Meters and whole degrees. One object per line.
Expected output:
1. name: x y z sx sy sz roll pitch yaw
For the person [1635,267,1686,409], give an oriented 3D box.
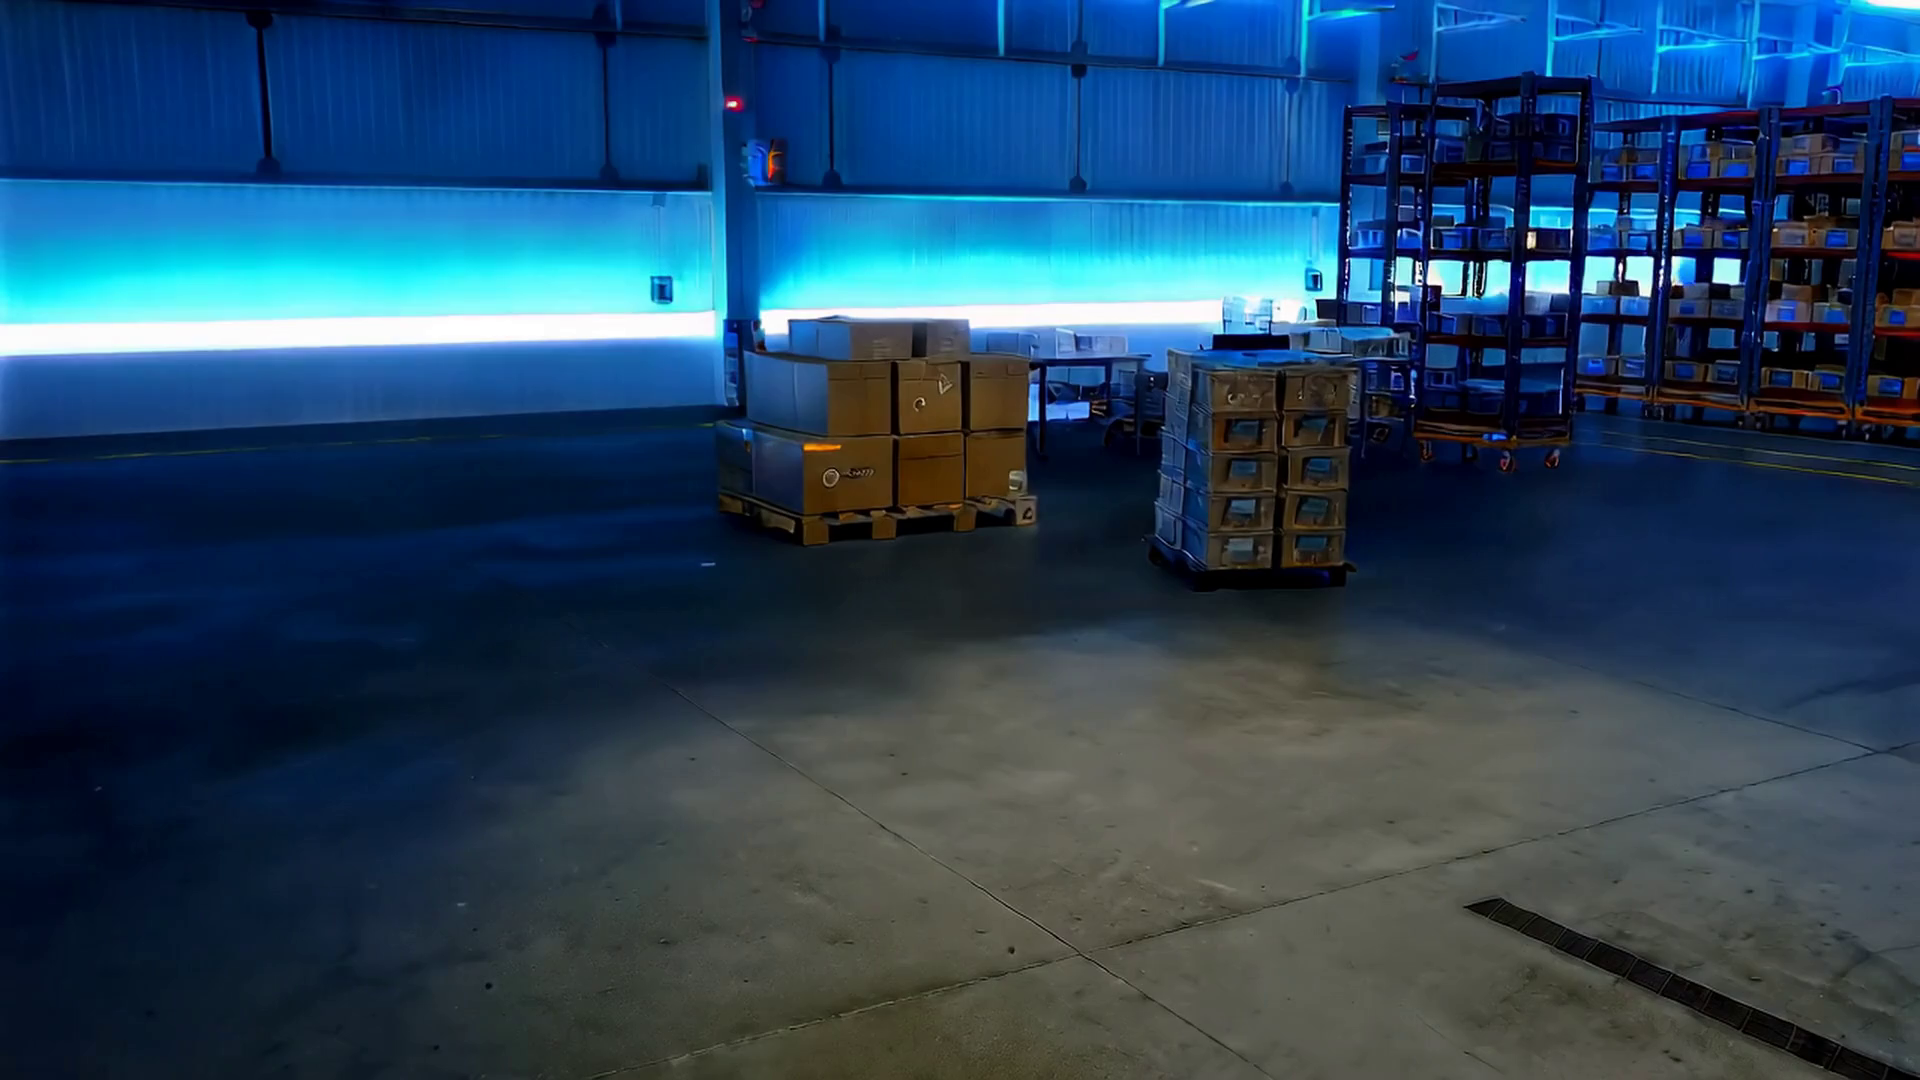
1. person: 8.953 -2.575 21.194 0.373 1.840 0.570 -10 14 -43
